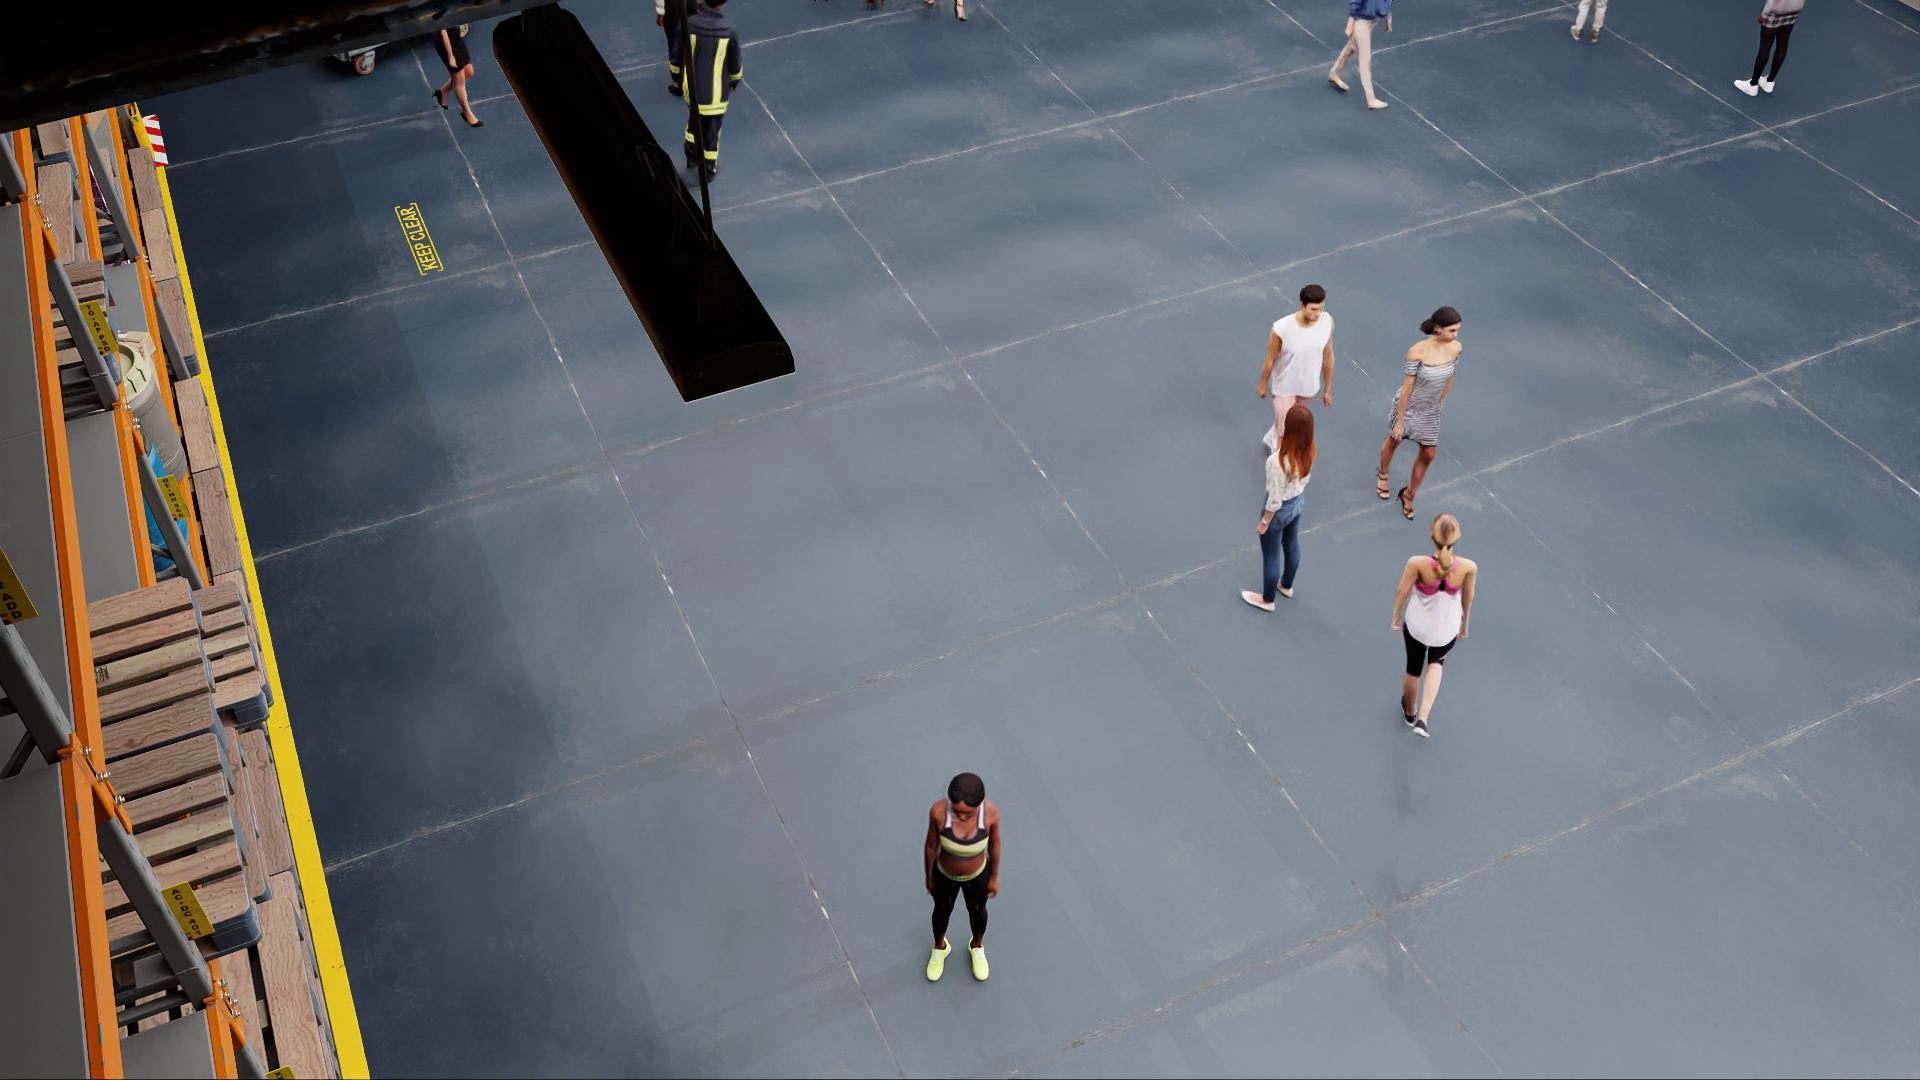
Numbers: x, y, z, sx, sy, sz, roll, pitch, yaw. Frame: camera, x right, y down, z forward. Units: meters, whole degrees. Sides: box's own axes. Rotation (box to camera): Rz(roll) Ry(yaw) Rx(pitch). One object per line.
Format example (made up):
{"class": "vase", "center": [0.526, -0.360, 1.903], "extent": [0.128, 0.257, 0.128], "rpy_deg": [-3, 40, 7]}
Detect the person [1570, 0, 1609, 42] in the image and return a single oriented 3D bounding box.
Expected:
{"class": "person", "center": [6.776, -5.936, 17.601], "extent": [0.575, 1.308, 0.613], "rpy_deg": [7, 44, 7]}

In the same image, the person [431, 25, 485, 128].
{"class": "person", "center": [-5.013, -4.769, 16.141], "extent": [0.834, 1.633, 0.797], "rpy_deg": [7, 44, 8]}

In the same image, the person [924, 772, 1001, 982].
{"class": "person", "center": [0.009, 1.817, 9.140], "extent": [0.635, 1.755, 0.640], "rpy_deg": [1, 44, 1]}

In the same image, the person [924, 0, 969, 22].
{"class": "person", "center": [-0.237, -6.471, 17.897], "extent": [0.776, 1.675, 1.073], "rpy_deg": [-25, 49, -24]}

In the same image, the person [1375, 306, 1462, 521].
{"class": "person", "center": [3.263, -0.999, 12.060], "extent": [0.722, 1.803, 0.792], "rpy_deg": [-5, 44, -6]}

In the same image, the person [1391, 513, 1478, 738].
{"class": "person", "center": [2.940, 0.610, 10.392], "extent": [0.868, 1.774, 0.946], "rpy_deg": [8, 44, 8]}

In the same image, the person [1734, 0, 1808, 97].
{"class": "person", "center": [8.235, -5.294, 16.593], "extent": [0.637, 1.770, 0.574], "rpy_deg": [-12, 45, -13]}

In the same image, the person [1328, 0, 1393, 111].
{"class": "person", "center": [3.967, -5.175, 16.555], "extent": [0.809, 1.649, 1.162], "rpy_deg": [-29, 51, -27]}

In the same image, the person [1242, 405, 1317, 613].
{"class": "person", "center": [2.203, -0.216, 11.293], "extent": [0.636, 1.728, 0.594], "rpy_deg": [-33, 52, -29]}

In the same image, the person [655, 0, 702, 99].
{"class": "person", "center": [-2.800, -5.334, 16.528], "extent": [0.760, 1.917, 0.688], "rpy_deg": [-32, 52, -29]}

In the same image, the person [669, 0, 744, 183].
{"class": "person", "center": [-2.369, -4.204, 15.369], "extent": [0.931, 1.879, 0.929], "rpy_deg": [-4, 44, -4]}

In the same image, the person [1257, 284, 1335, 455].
{"class": "person", "center": [2.465, -1.201, 12.324], "extent": [0.760, 1.733, 1.161], "rpy_deg": [-11, 45, -11]}
